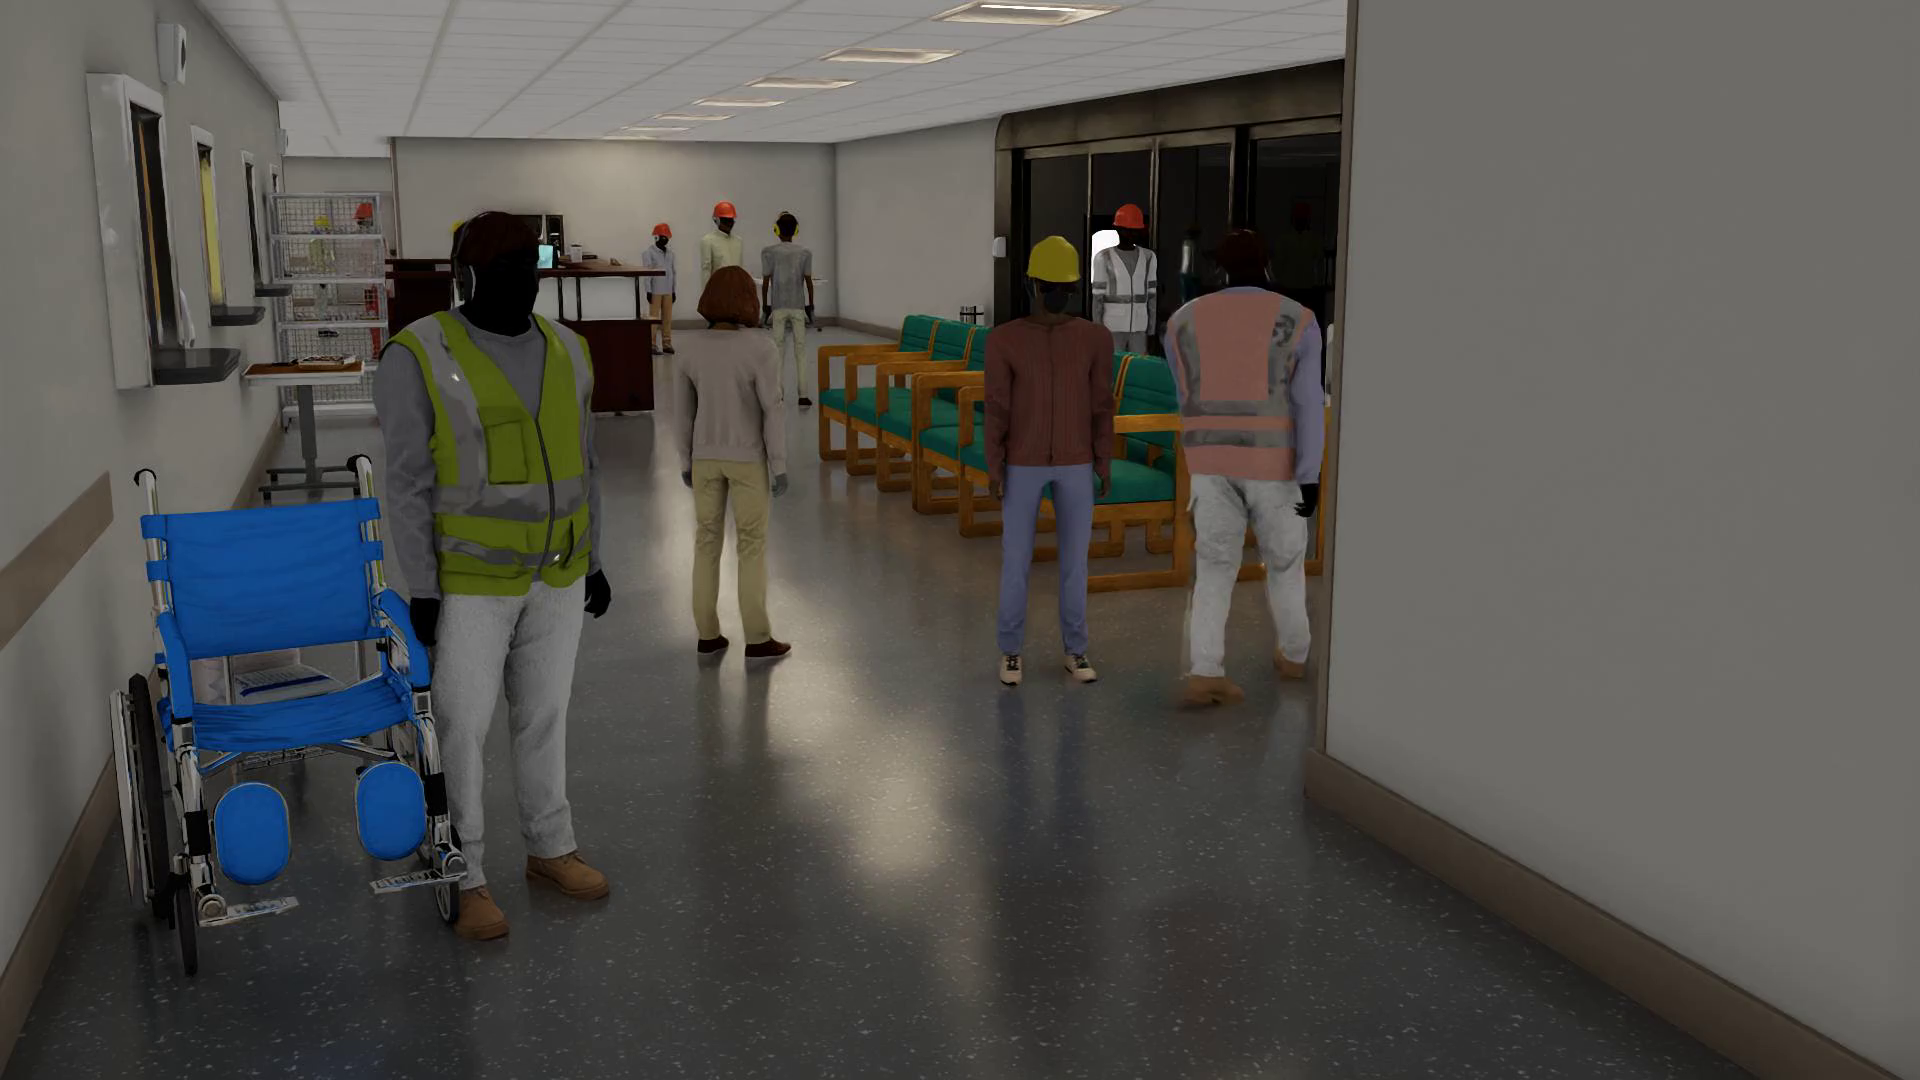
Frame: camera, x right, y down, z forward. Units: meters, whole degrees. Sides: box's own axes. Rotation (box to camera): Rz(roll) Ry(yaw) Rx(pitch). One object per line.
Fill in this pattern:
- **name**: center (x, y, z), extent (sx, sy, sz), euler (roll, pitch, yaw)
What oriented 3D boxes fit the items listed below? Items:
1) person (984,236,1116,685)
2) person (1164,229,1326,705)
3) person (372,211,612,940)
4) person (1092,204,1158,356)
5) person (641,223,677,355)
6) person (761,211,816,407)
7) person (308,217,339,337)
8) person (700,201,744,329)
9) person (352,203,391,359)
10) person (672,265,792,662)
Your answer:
- **person**: center (0.352, -0.294, 6.492), extent (0.521, 1.758, 0.346), euler (-2, 11, -9)
- **person**: center (1.074, -0.279, 6.354), extent (0.635, 1.794, 0.835), euler (4, 12, 21)
- **person**: center (-1.170, 0.084, 4.325), extent (0.430, 1.845, 0.621), euler (10, 15, 41)
- **person**: center (1.328, -1.708, 13.313), extent (0.546, 1.929, 0.392), euler (-3, 11, -16)
- **person**: center (-3.954, -3.326, 22.076), extent (0.352, 1.743, 0.564), euler (8, 13, 35)
- **person**: center (-1.655, -2.211, 16.017), extent (0.532, 1.876, 0.319), euler (-1, 11, -5)
- **person**: center (-9.724, -4.012, 25.395), extent (0.404, 1.822, 0.586), euler (-4, 12, -20)
- **person**: center (-2.580, -2.720, 18.315), extent (0.396, 1.992, 0.622), euler (9, 14, 38)
- **person**: center (-7.102, -3.071, 20.150), extent (0.407, 1.985, 0.621), euler (0, 11, 0)
- **person**: center (-0.943, -0.311, 6.889), extent (0.507, 1.631, 0.266), euler (5, 12, 23)
